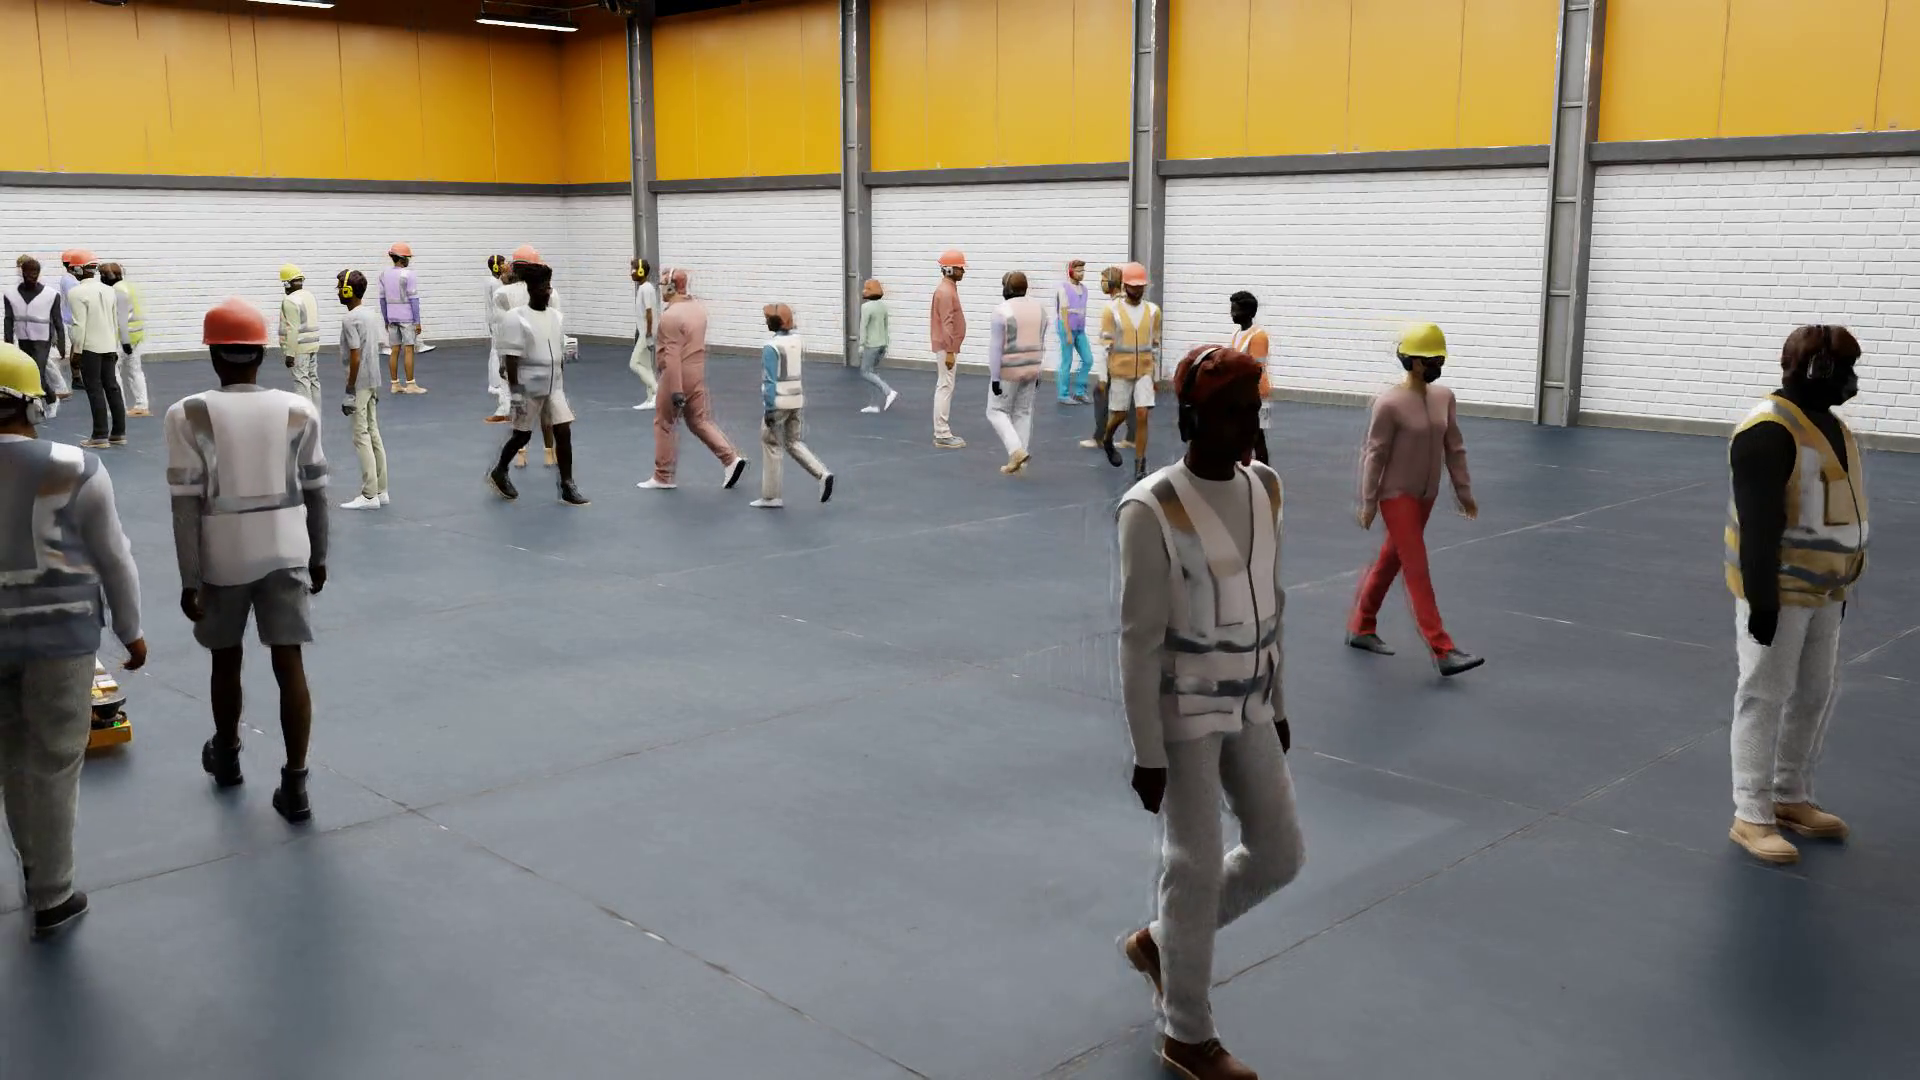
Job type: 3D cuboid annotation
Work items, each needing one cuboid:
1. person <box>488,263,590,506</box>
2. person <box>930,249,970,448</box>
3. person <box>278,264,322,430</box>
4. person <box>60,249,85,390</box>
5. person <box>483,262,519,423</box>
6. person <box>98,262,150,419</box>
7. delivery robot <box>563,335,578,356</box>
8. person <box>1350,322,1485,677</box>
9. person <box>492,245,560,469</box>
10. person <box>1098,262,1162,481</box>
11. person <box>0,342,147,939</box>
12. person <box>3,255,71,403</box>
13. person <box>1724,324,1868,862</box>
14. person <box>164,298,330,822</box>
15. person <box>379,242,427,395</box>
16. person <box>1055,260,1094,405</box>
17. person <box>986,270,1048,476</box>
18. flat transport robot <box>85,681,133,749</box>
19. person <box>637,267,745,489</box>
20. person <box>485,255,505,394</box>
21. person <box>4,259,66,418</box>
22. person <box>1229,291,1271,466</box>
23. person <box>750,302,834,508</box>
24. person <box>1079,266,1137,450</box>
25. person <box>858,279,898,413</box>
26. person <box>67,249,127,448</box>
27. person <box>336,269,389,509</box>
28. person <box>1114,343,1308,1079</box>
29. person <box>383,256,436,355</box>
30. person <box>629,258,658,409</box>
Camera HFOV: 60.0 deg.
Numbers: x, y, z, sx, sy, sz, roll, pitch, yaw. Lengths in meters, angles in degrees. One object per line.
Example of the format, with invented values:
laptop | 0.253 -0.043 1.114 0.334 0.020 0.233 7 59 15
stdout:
person | -3.409 -1.229 13.195 0.917 1.934 0.609 8 13 37
person | -0.099 -1.933 16.807 0.396 1.992 0.618 0 10 -2
person | -7.136 -2.058 17.955 0.404 1.827 0.588 1 10 4
person | -12.263 -3.057 23.095 0.355 1.939 0.543 -6 12 -29
person | -4.924 -2.222 18.830 0.951 1.847 0.581 -1 10 -4
person | -9.876 -2.335 19.477 0.641 1.818 0.647 -3 11 -15
delivery robot | -6.733 -3.286 27.864 0.707 0.478 0.477 8 13 39
person | 2.268 -0.205 8.173 0.530 1.708 0.943 -7 13 -35
person | -3.939 -1.668 15.234 0.607 2.044 0.375 -1 10 -5
person | 1.471 -1.494 14.670 0.580 1.910 0.756 -2 11 -12
person | -2.883 0.287 5.228 0.598 1.802 0.742 -1 10 -6
person | -11.662 -2.620 20.872 0.642 1.895 0.987 7 13 34
person | 2.875 0.183 5.753 0.663 1.832 0.430 -8 13 -37
person | -2.664 0.053 6.248 0.568 1.890 0.932 -7 12 -33
person | -7.449 -2.956 22.259 0.614 2.041 0.393 5 11 25
person | 1.464 -2.589 20.848 0.575 1.822 0.572 10 14 42
person | 0.498 -1.460 14.683 0.634 1.828 0.456 -7 13 -35
flat transport robot | -4.107 0.678 7.275 0.652 0.197 1.431 -7 13 -34
person | -2.272 -1.343 13.929 0.845 1.878 0.642 4 11 19
person | -6.246 -2.908 22.471 0.310 1.868 0.533 -5 11 -24
person | -10.588 -2.285 19.099 0.620 1.863 0.913 -1 10 -7
person | 2.275 -1.165 13.495 0.533 1.681 0.540 -3 11 -17
person | -1.335 -1.039 12.927 0.620 1.618 0.528 5 12 26
person | 1.490 -1.799 16.561 0.745 1.814 0.515 3 11 17
person | -0.987 -2.307 19.879 0.503 1.614 0.512 6 12 28
person | -8.743 -1.928 16.783 0.397 1.992 0.623 2 11 12
person | -4.705 -1.174 13.014 0.315 1.870 0.533 0 10 2
person | 0.629 0.448 4.161 0.615 1.871 0.438 -10 14 -43
person | -9.887 -4.213 29.633 0.865 1.859 0.695 -1 10 -8
person | -3.878 -2.506 20.325 0.376 1.851 0.517 -1 10 -5
